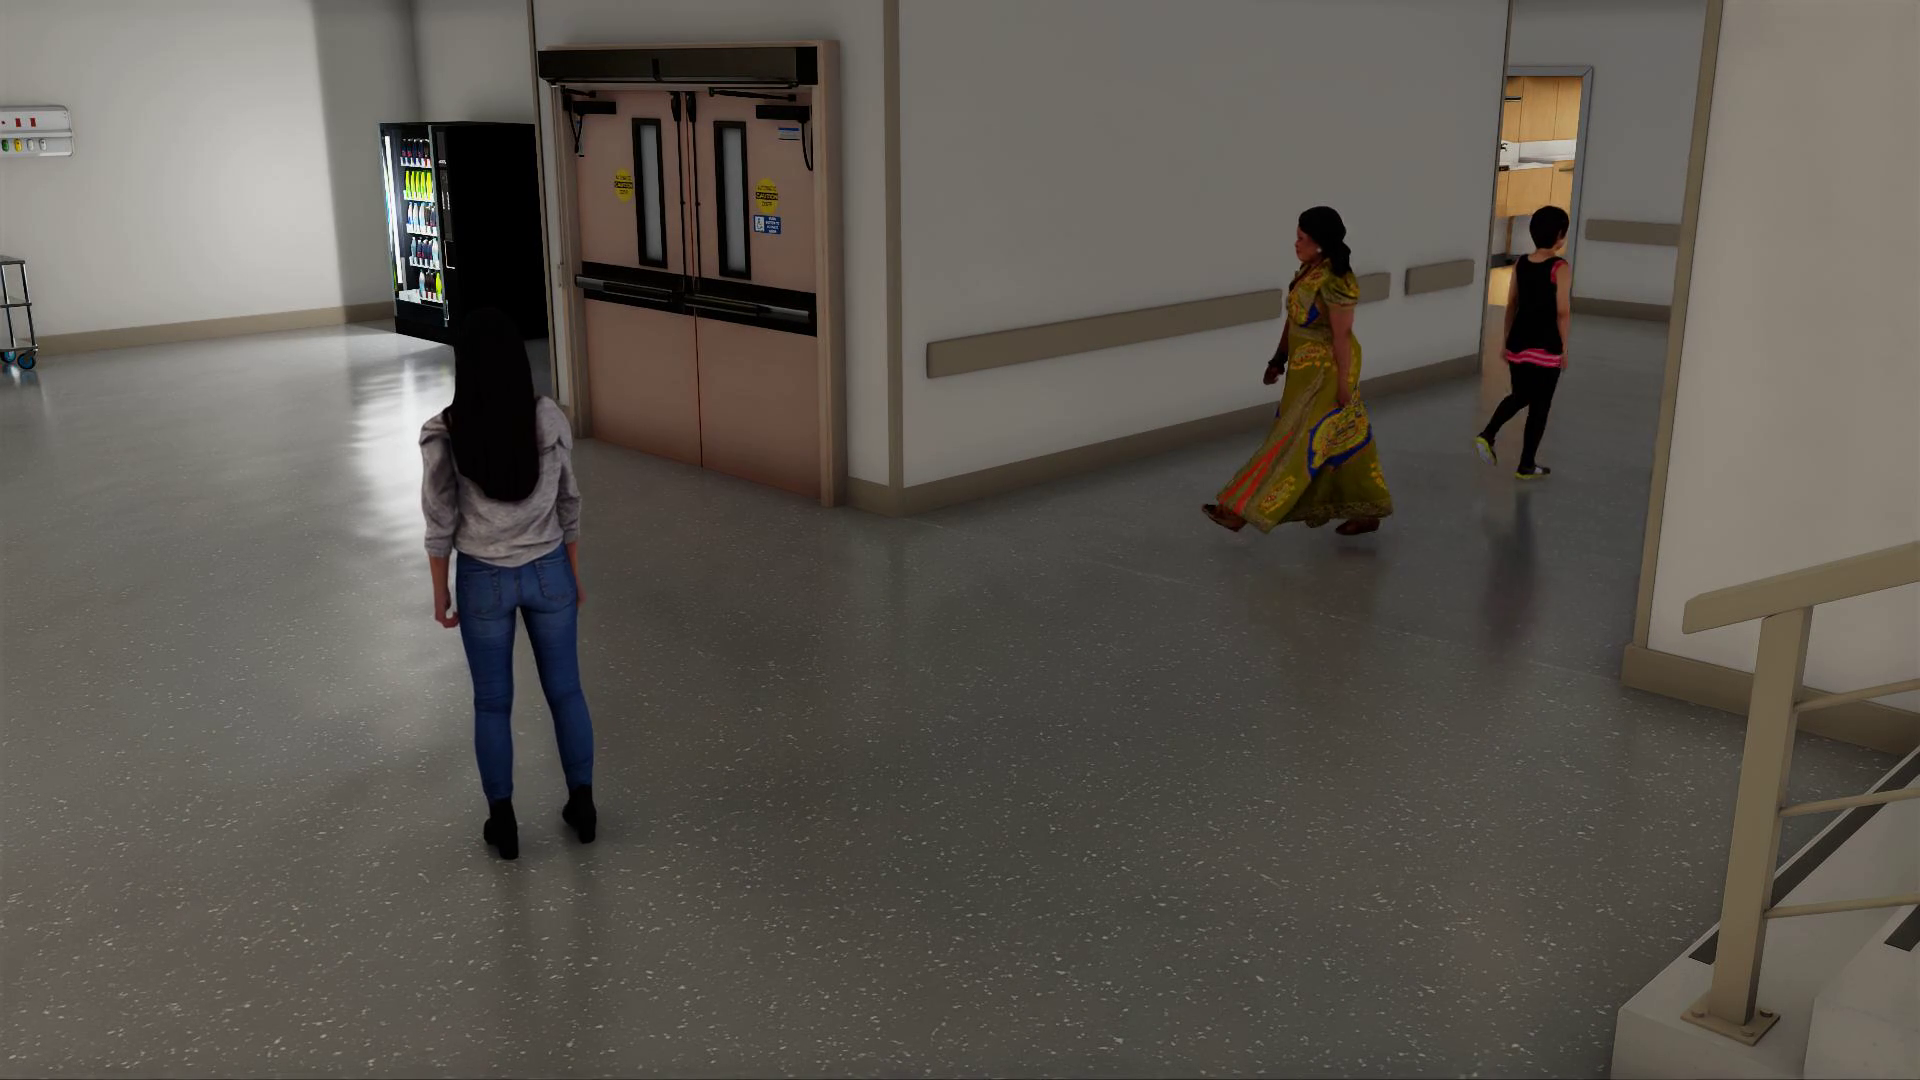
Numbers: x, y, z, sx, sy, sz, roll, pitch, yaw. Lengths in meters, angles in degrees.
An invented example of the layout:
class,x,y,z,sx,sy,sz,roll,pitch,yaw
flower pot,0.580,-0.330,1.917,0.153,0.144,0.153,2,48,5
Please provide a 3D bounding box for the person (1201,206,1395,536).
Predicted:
class,x,y,z,sx,sy,sz,roll,pitch,yaw
person,1.852,-0.771,8.099,1.354,1.611,1.313,-1,16,-4

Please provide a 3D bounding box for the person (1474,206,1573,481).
class,x,y,z,sx,sy,sz,roll,pitch,yaw
person,3.182,-1.086,9.351,0.713,1.538,0.715,-8,18,-27

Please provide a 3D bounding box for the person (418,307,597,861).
class,x,y,z,sx,sy,sz,roll,pitch,yaw
person,-1.296,0.133,4.867,0.658,1.625,0.606,-8,18,-27
